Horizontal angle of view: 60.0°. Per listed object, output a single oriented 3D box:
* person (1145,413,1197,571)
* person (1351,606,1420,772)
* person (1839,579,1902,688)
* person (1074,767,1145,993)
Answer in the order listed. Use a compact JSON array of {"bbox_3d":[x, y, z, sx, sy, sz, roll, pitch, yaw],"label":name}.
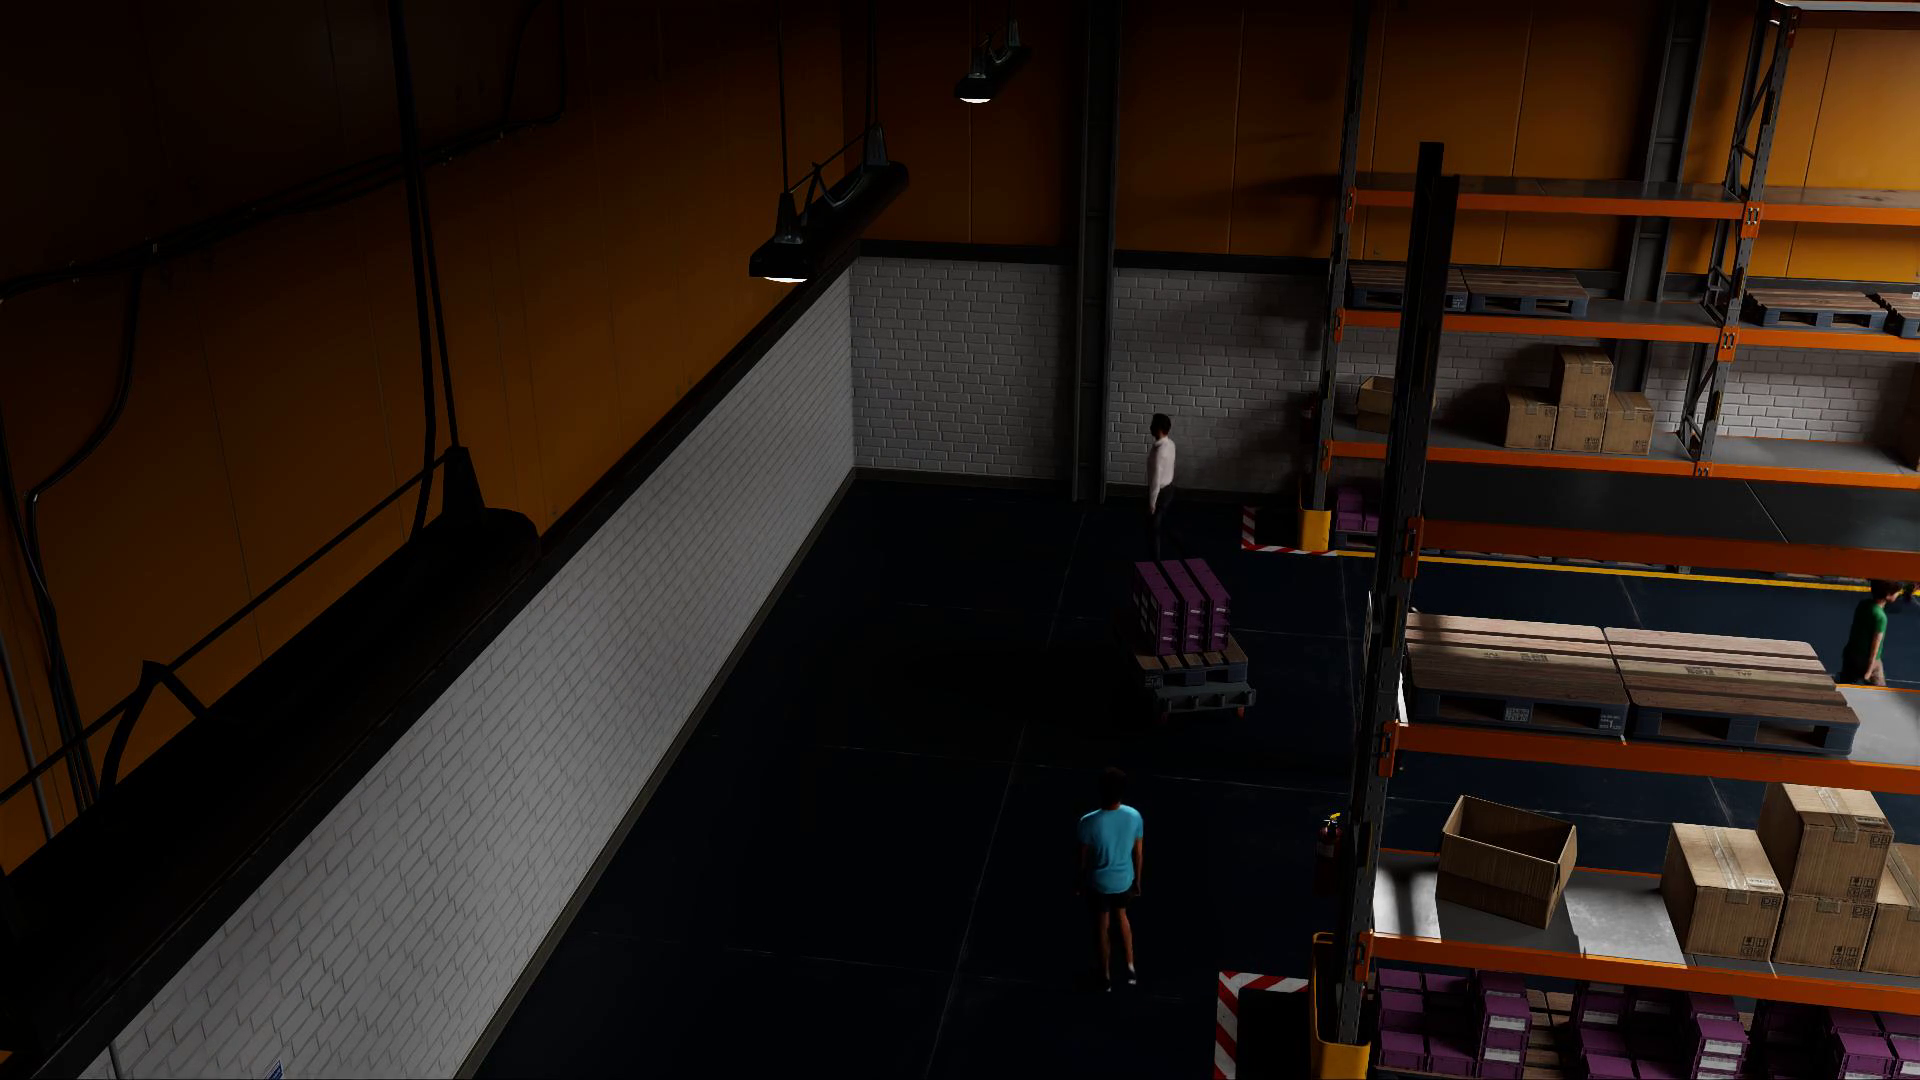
[{"bbox_3d":[2.246,-0.447,17.915,0.937,1.853,0.755,7,25,17],"label":"person"},{"bbox_3d":[3.684,1.145,14.225,0.798,1.891,0.874,-12,26,-25],"label":"person"},{"bbox_3d":[7.910,1.059,14.737,0.839,1.638,0.669,0,24,-1],"label":"person"},{"bbox_3d":[1.067,2.413,11.481,0.775,1.765,0.825,-6,24,-14],"label":"person"}]
